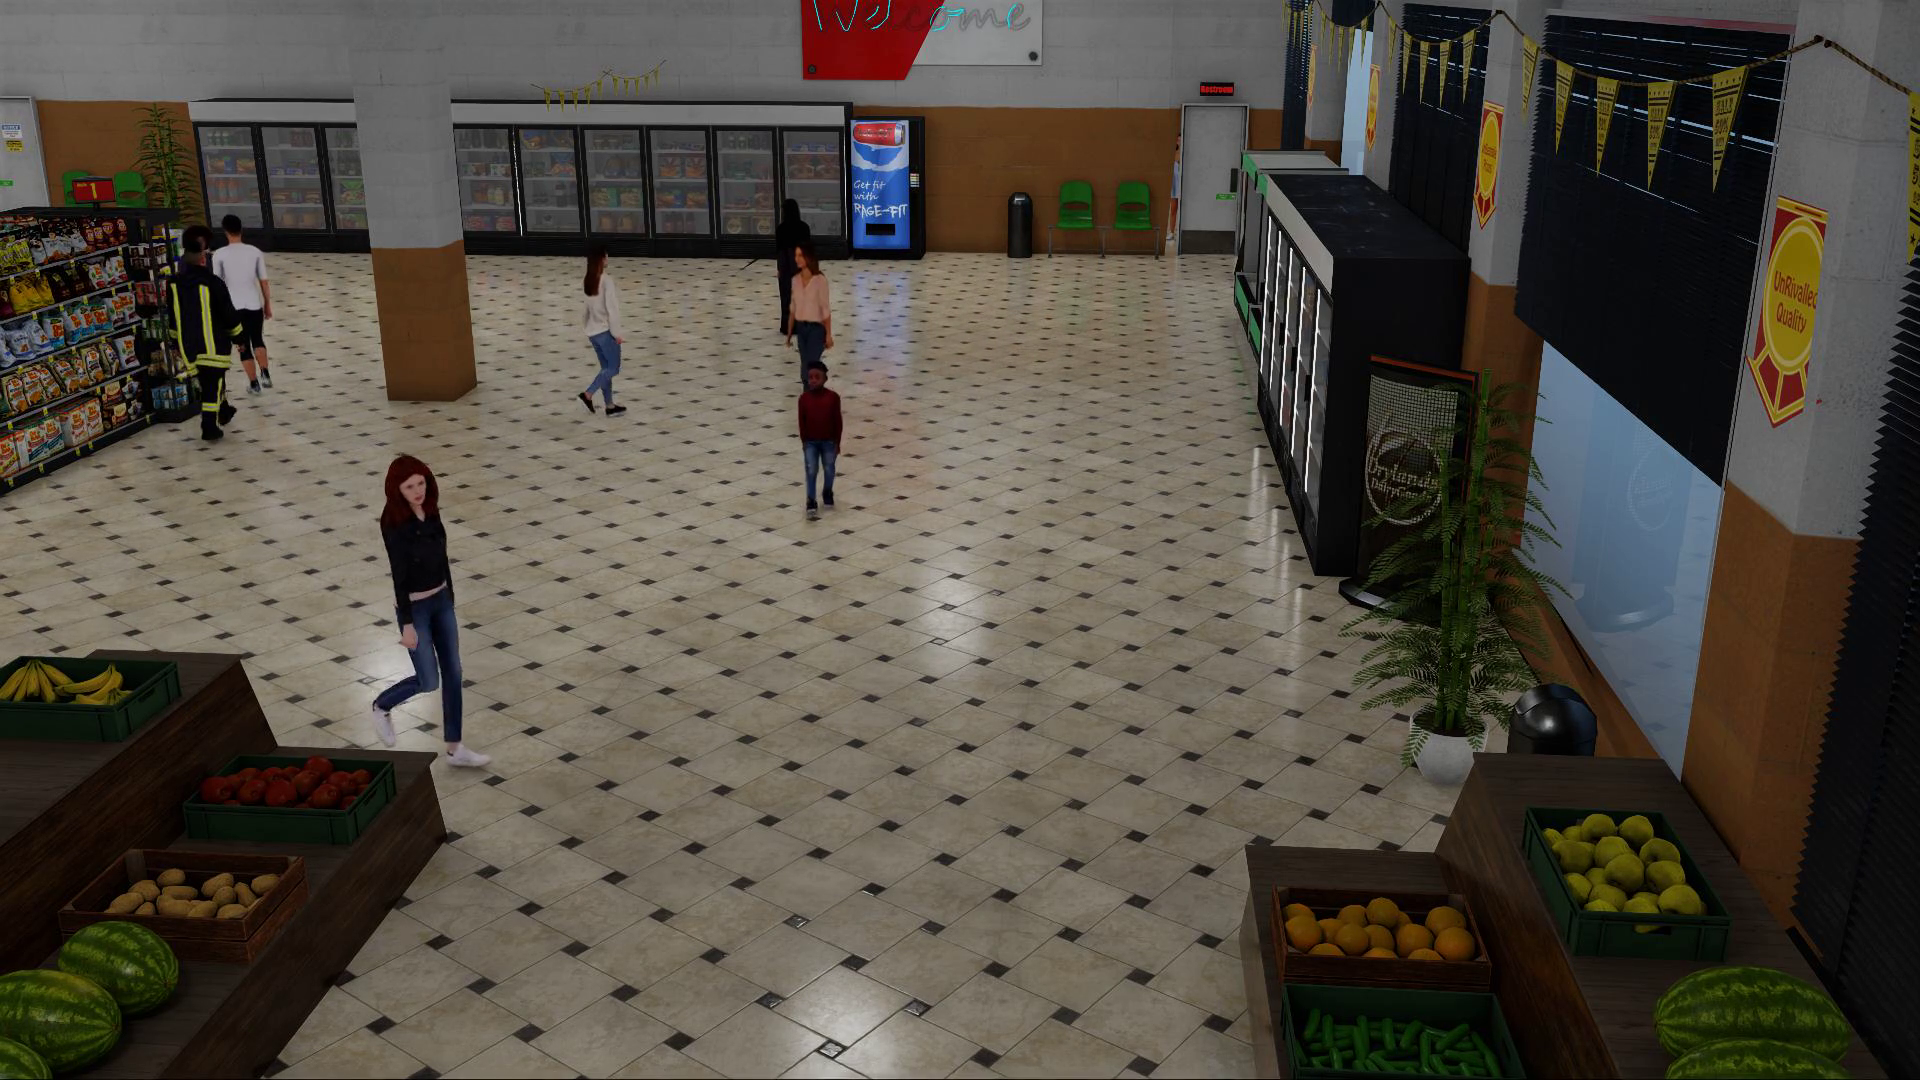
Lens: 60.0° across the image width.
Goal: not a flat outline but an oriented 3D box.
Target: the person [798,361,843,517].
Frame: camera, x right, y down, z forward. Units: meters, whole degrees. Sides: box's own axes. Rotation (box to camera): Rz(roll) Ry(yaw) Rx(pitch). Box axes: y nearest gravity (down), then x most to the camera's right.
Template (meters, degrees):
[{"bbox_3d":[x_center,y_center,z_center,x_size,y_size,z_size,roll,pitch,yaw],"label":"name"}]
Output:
[{"bbox_3d":[-1.105,-0.820,13.315,0.569,1.219,0.886,-1,19,-3],"label":"person"}]

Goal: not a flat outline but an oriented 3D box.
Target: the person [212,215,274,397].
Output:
[{"bbox_3d":[-7.268,-2.362,16.920,0.797,1.839,0.851,-13,23,-34],"label":"person"}]

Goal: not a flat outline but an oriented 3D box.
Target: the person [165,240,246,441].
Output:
[{"bbox_3d":[-6.988,-1.808,15.289,0.746,1.831,1.015,1,19,4],"label":"person"}]

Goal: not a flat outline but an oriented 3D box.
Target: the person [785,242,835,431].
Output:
[{"bbox_3d":[-1.343,-1.940,15.764,0.784,1.776,0.848,15,24,37],"label":"person"}]

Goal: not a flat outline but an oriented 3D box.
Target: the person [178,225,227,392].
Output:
[{"bbox_3d":[-7.846,-2.416,17.293,0.771,1.702,0.835,-8,20,-21],"label":"person"}]

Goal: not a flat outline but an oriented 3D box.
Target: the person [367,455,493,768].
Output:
[{"bbox_3d":[-2.914,0.403,8.810,0.839,1.781,0.937,6,19,16],"label":"person"}]

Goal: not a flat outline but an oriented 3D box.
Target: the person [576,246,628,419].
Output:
[{"bbox_3d":[-3.483,-1.965,15.994,0.892,1.678,0.977,17,25,40],"label":"person"}]

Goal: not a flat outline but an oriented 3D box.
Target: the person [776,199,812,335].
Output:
[{"bbox_3d":[-2.003,-3.302,20.058,0.703,1.614,0.729,-8,20,-21],"label":"person"}]
